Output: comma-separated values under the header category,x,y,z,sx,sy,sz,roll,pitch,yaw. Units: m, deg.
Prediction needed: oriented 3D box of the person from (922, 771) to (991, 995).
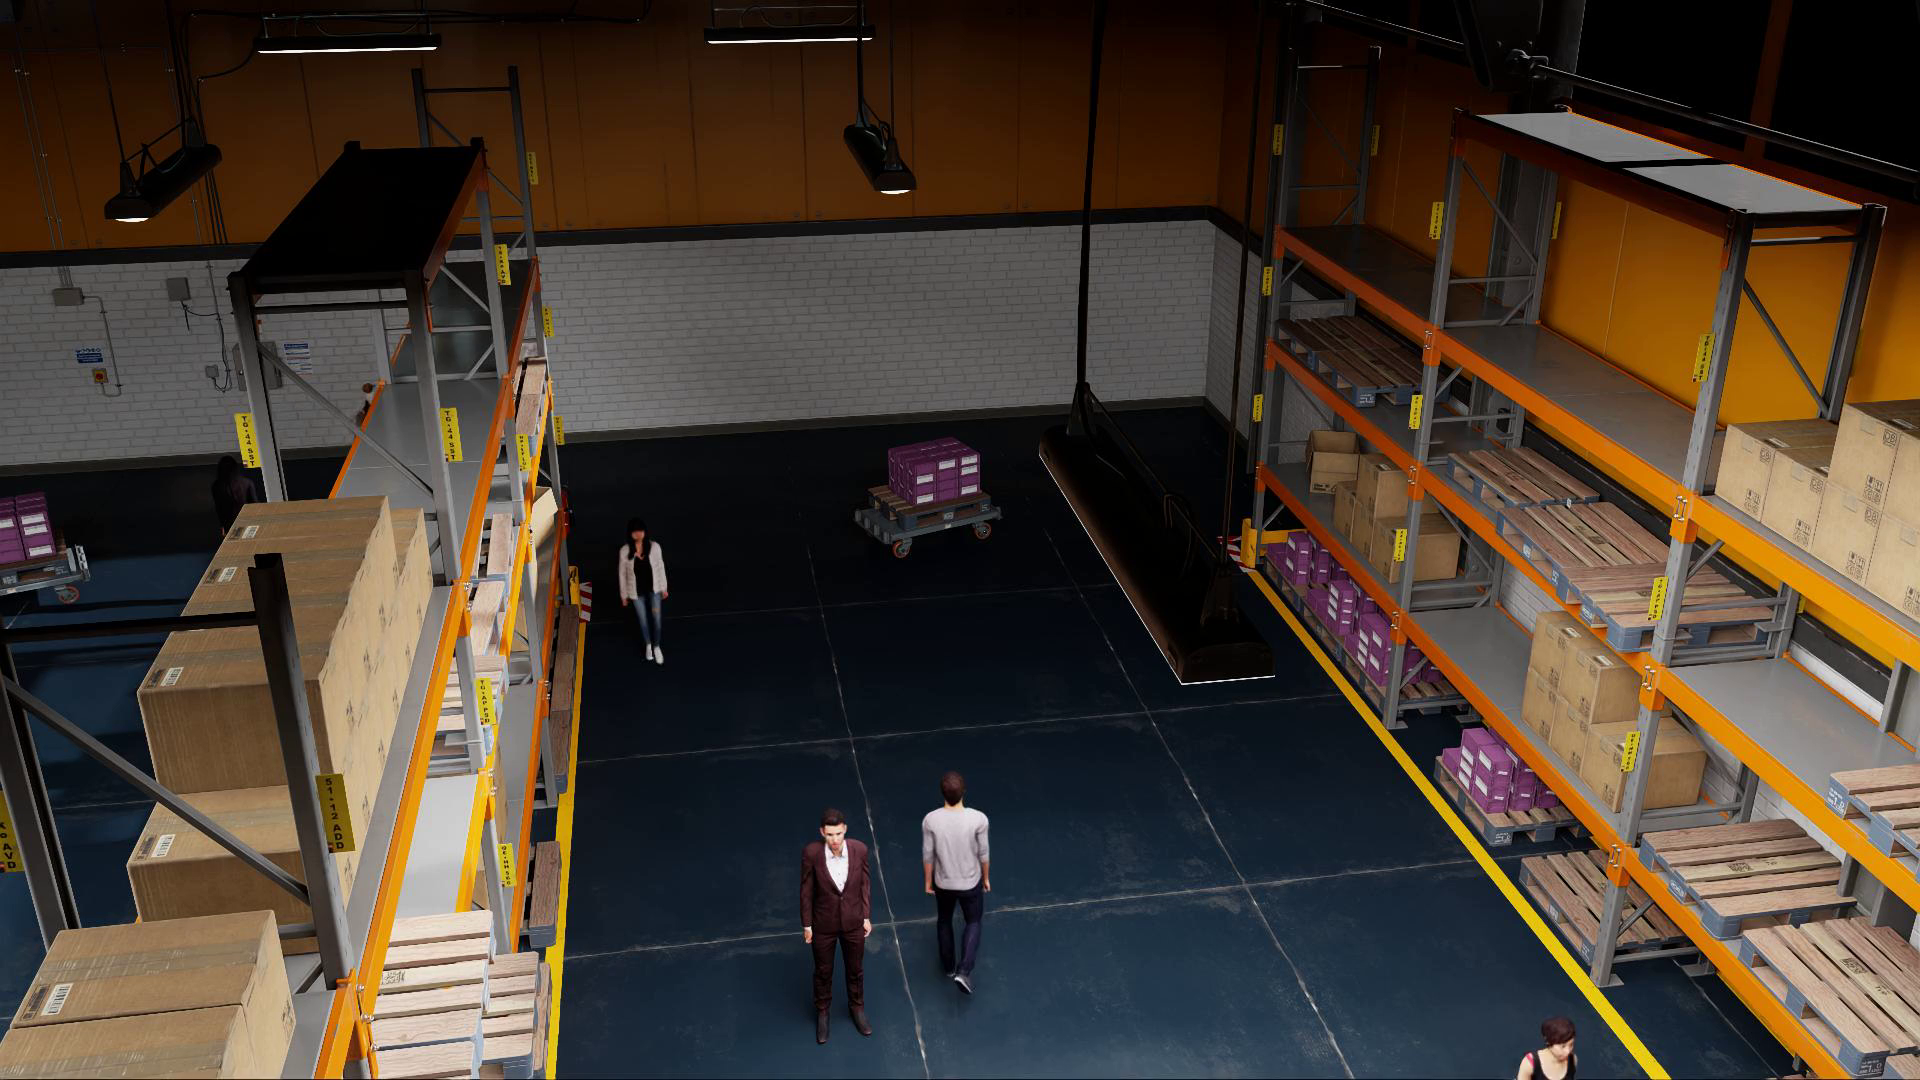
category,x,y,z,sx,sy,sz,roll,pitch,yaw
person,-0.027,2.597,12.467,0.825,1.828,1.005,2,24,5

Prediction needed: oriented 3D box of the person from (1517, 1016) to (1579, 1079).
category,x,y,z,sx,sy,sz,roll,pitch,yaw
person,3.643,3.604,10.518,0.566,1.544,0.663,-6,24,-14

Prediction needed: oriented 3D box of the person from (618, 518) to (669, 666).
category,x,y,z,sx,sy,sz,roll,pitch,yaw
person,-3.328,0.492,17.534,0.643,1.626,0.605,-4,24,-9

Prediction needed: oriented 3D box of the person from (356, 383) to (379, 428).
category,x,y,z,sx,sy,sz,roll,pitch,yaw
person,-7.256,-1.034,20.708,0.725,1.880,0.698,0,24,0

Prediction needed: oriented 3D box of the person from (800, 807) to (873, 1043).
category,x,y,z,sx,sy,sz,roll,pitch,yaw
person,-0.893,2.751,12.068,0.693,1.865,0.614,-6,24,-14

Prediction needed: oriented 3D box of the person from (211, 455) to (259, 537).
category,x,y,z,sx,sy,sz,roll,pitch,yaw
person,-8.175,-0.157,18.901,0.606,1.720,0.500,-4,24,-10
